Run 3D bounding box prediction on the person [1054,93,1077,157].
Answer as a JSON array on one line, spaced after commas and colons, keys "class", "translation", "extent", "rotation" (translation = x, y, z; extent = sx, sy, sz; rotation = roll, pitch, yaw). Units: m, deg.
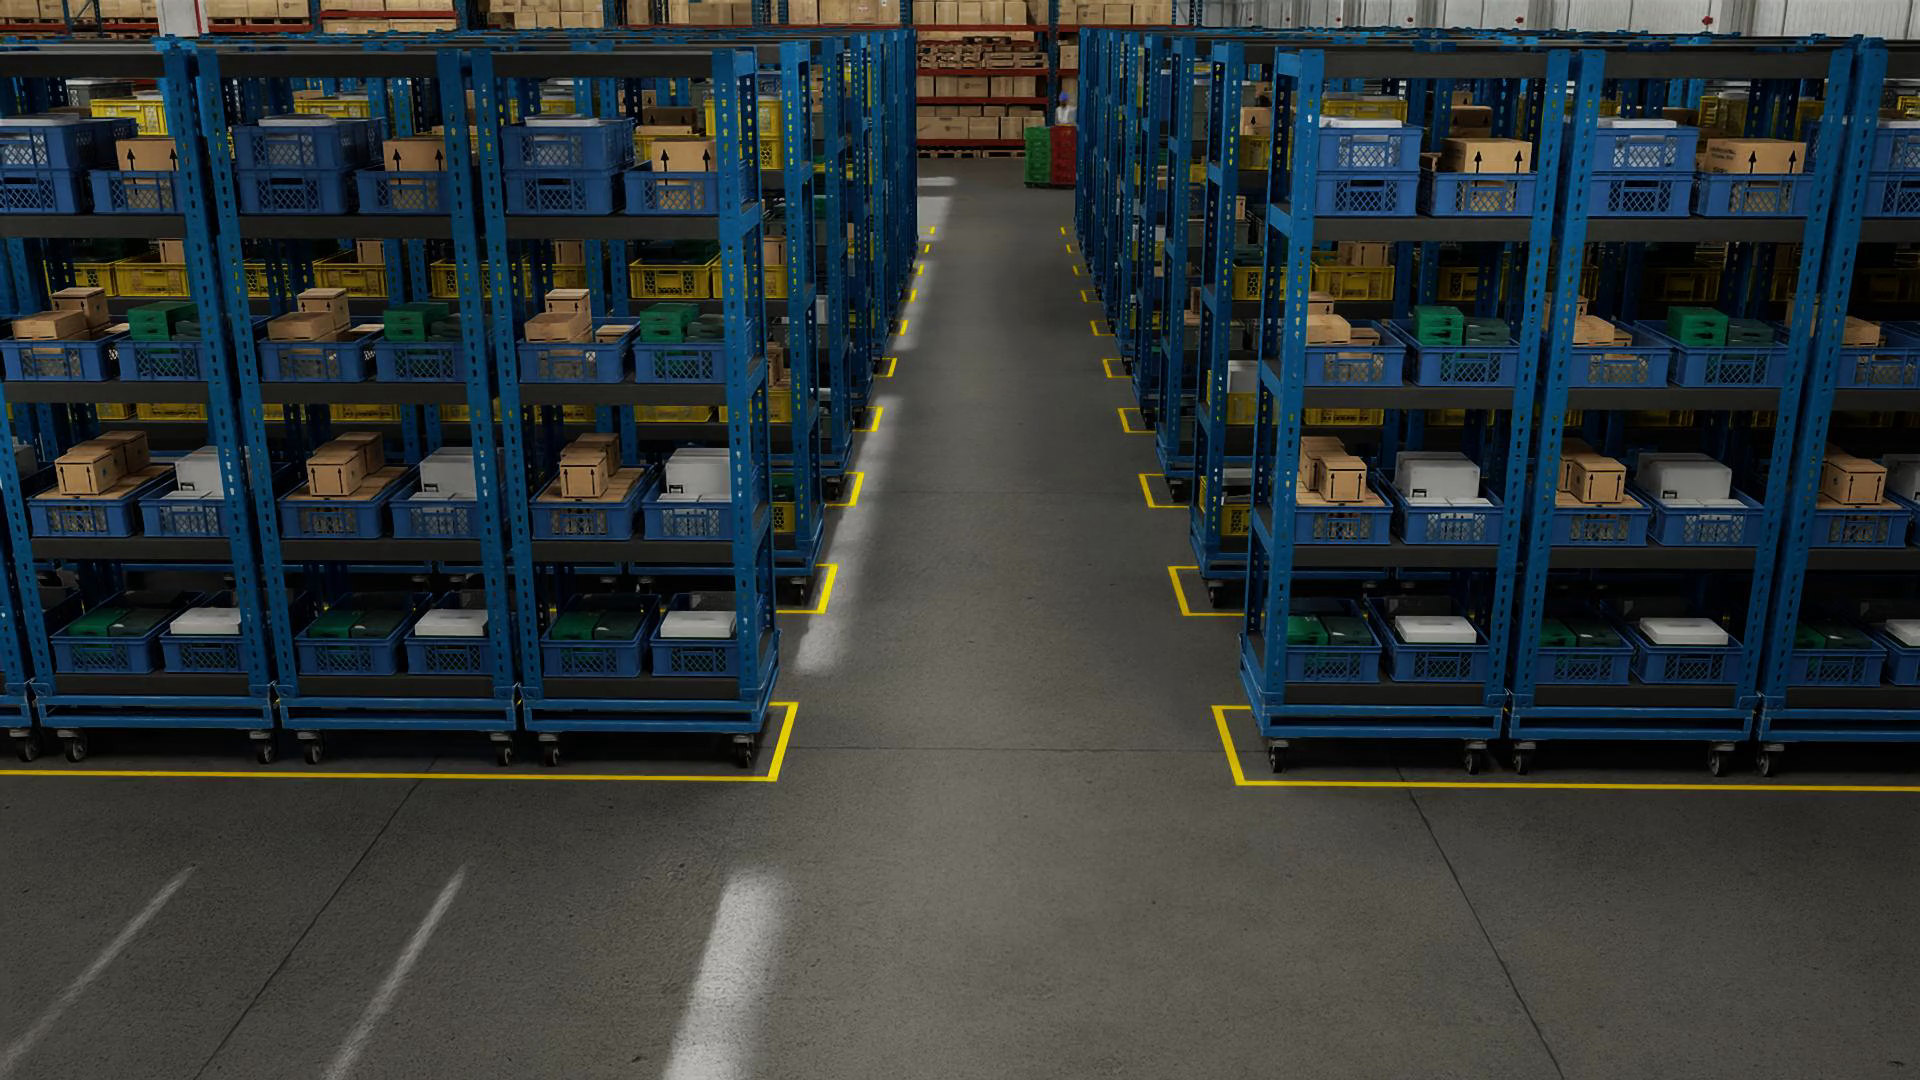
[{"class": "person", "translation": [2.702, -10.442, 42.488], "extent": [0.634, 1.924, 0.565], "rotation": [11, 21, 32]}]
